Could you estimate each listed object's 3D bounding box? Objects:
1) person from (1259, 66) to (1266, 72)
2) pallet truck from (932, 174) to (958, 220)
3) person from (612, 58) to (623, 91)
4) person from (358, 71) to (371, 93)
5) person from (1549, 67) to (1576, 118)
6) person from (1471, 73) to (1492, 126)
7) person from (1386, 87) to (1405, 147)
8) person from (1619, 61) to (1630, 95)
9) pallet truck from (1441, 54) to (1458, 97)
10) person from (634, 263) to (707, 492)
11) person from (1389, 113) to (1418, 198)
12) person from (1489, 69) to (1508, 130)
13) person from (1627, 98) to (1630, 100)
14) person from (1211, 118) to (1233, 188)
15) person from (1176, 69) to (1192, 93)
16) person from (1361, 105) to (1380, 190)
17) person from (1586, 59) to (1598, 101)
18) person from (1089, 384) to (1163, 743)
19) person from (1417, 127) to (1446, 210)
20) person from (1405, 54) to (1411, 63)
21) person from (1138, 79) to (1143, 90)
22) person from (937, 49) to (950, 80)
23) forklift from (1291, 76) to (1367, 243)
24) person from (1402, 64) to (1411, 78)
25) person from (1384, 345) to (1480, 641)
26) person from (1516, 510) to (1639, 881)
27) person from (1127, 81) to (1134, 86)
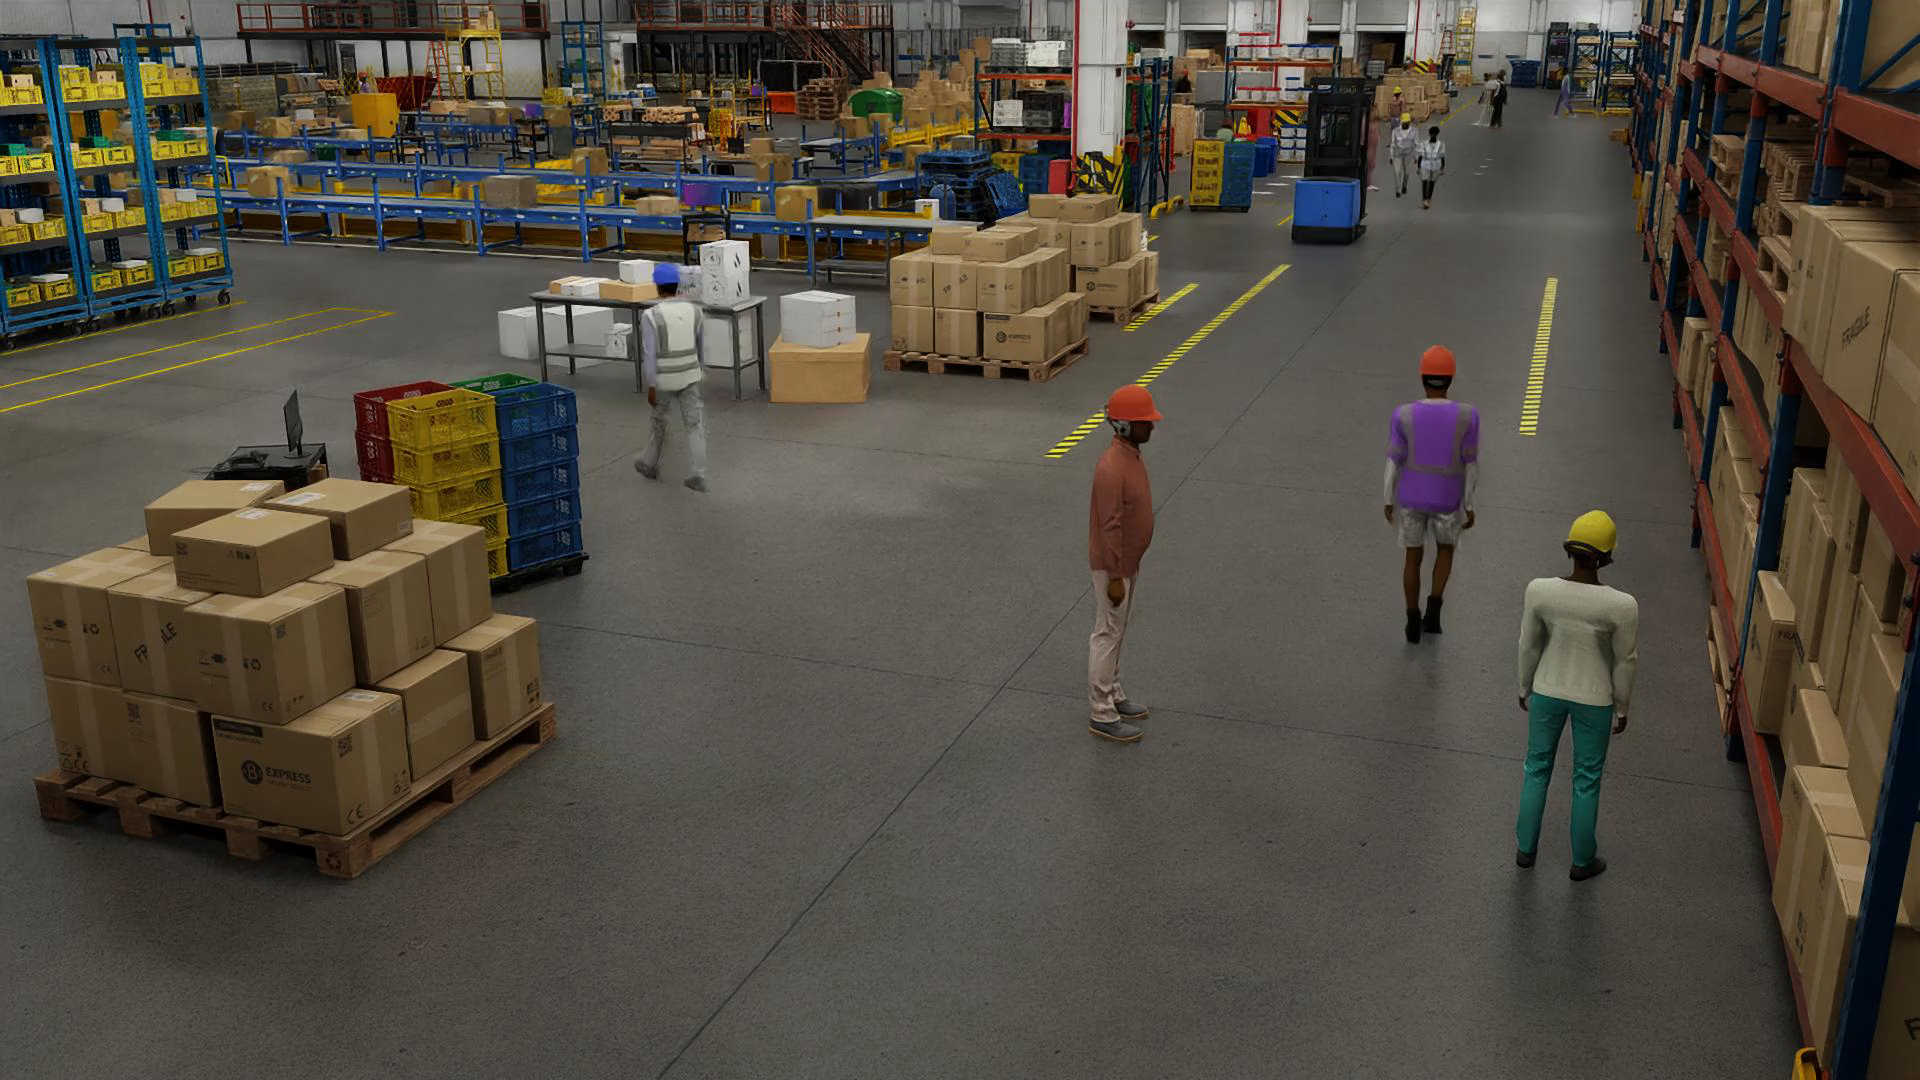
[{"bbox_3d":[11.900,-17.511,64.828,0.998,1.876,0.550,5,18,15],"label":"person"},{"bbox_3d":[-0.507,-5.292,27.348,0.653,1.274,1.630,6,19,19],"label":"pallet truck"},{"bbox_3d":[-15.697,-21.070,76.053,0.565,1.856,0.923,7,19,21],"label":"person"},{"bbox_3d":[-19.404,-14.252,54.297,0.391,2.040,0.615,-13,22,-35],"label":"person"},{"bbox_3d":[23.027,-17.002,63.205,0.964,1.879,0.595,5,18,15],"label":"person"},{"bbox_3d":[18.434,-15.494,58.556,0.918,1.830,0.541,1,18,3],"label":"person"},{"bbox_3d":[12.970,-12.570,49.461,0.308,1.769,0.525,-9,20,-27],"label":"person"},{"bbox_3d":[31.888,-22.118,79.648,0.851,1.651,0.531,8,19,22],"label":"person"},{"bbox_3d":[22.765,-21.886,78.355,0.823,1.965,1.885,-4,18,-14],"label":"pallet truck"},{"bbox_3d":[-2.469,-1.394,14.118,0.641,1.900,0.952,-14,22,-37],"label":"person"},{"bbox_3d":[9.648,-8.381,36.212,0.609,1.812,0.470,4,18,13],"label":"person"},{"bbox_3d":[18.496,-15.028,56.736,0.861,2.000,0.713,16,24,41],"label":"person"},{"bbox_3d":[30.441,-20.623,74.583,0.998,1.875,0.597,3,18,10],"label":"person"},{"bbox_3d":[6.008,-8.801,37.901,0.878,1.585,0.532,-15,23,-39],"label":"person"},{"bbox_3d":[7.868,-15.346,57.848,0.654,1.964,0.836,-12,21,-34],"label":"person"},{"bbox_3d":[9.236,-8.897,37.714,0.642,1.891,0.659,10,20,29],"label":"person"},{"bbox_3d":[28.646,-20.802,75.215,0.429,1.839,0.622,-6,19,-17],"label":"person"},{"bbox_3d":[0.903,0.116,9.227,0.387,1.996,0.611,5,18,15],"label":"person"},{"bbox_3d":[9.637,-7.595,34.011,0.543,1.643,0.890,3,18,9],"label":"person"},{"bbox_3d":[23.358,-24.465,86.870,0.292,1.745,0.487,15,23,39],"label":"person"},{"bbox_3d":[9.215,-24.031,85.175,0.393,1.949,0.602,3,18,10],"label":"person"},{"bbox_3d":[-0.877,-27.377,95.941,0.941,1.808,0.636,-3,18,-9],"label":"person"},{"bbox_3d":[6.598,-6.755,29.381,1.129,2.768,1.873,6,19,19],"label":"forklift"},{"bbox_3d":[18.633,-18.946,69.435,0.523,1.812,0.934,-13,22,-35],"label":"person"},{"bbox_3d":[2.988,-0.282,10.590,0.582,1.921,0.404,5,18,16],"label":"person"},{"bbox_3d":[2.839,0.720,7.701,0.523,1.769,0.313,12,21,34],"label":"person"},{"bbox_3d":[5.699,-14.513,55.645,0.547,1.713,0.924,9,20,25],"label":"person"}]
